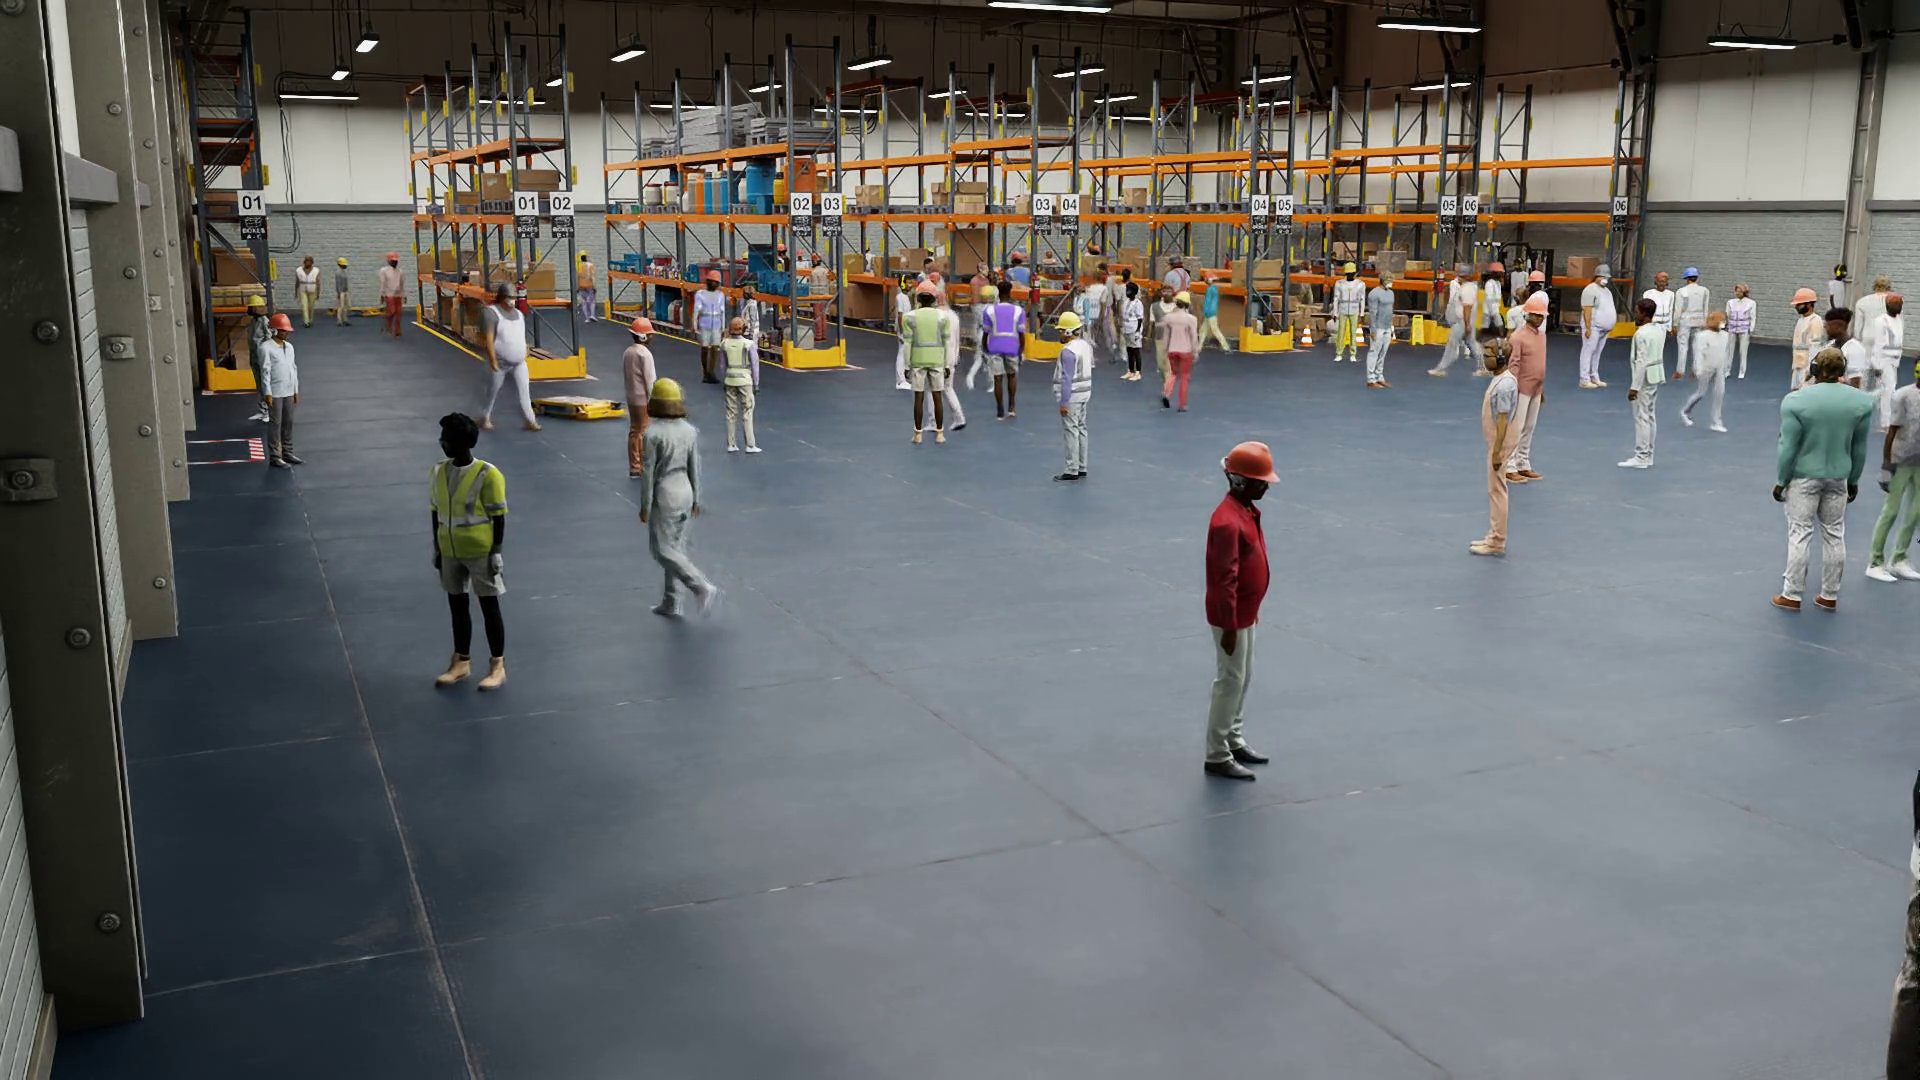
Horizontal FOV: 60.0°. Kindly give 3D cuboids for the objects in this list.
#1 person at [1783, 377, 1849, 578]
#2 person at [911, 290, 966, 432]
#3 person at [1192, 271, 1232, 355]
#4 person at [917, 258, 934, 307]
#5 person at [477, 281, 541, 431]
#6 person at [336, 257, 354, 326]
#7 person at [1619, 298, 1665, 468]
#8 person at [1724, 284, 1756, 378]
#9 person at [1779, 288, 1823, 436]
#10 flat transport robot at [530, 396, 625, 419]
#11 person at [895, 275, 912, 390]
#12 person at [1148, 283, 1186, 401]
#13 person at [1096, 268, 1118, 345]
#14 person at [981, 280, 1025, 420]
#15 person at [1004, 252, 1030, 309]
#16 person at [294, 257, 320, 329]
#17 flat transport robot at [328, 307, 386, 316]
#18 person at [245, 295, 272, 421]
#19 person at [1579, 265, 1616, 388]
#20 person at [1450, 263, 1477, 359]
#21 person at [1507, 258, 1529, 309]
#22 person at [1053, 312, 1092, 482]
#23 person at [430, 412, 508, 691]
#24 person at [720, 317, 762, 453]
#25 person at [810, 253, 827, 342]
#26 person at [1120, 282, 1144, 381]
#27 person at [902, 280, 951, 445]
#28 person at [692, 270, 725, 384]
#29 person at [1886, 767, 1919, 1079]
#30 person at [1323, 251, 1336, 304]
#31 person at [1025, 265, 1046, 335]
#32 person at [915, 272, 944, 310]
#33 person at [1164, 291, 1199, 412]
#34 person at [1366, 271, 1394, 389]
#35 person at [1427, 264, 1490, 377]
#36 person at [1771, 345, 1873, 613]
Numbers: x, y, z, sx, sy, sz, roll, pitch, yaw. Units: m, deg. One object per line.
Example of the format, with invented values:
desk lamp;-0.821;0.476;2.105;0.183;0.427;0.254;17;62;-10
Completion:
person;6.774;-0.489;13.040;0.514;1.639;0.310;7;13;32
person;-0.281;-2.342;21.894;0.534;1.877;0.687;8;14;36
person;5.129;-4.616;33.842;0.889;1.713;0.569;3;12;15
person;-0.711;-5.032;35.417;0.372;1.916;0.597;6;13;28
person;-6.059;-2.468;22.075;1.015;2.000;0.691;10;15;41
person;-15.706;-6.315;42.374;0.385;1.749;0.536;1;11;6
person;7.769;-1.775;18.864;0.393;1.919;0.590;9;15;40
person;13.621;-3.644;29.084;0.515;1.636;0.314;11;15;44
person;10.732;-2.236;21.197;0.383;1.926;0.550;1;11;5
flat transport robot;-5.499;-1.903;23.709;1.431;0.197;0.652;9;15;39
person;-0.902;-3.410;27.296;0.328;1.873;0.519;2;11;9
person;3.217;-3.085;25.794;0.576;1.817;0.848;4;12;18
person;3.170;-5.057;36.028;0.566;1.723;0.822;-4;12;-20
person;0.595;-2.676;23.402;0.610;1.939;0.795;-1;11;-5
person;1.218;-5.426;37.207;0.639;1.995;1.003;-5;12;-22
person;-16.431;-6.225;41.856;0.633;1.781;0.977;-4;12;-21
flat transport robot;-16.945;-6.426;46.695;1.431;0.197;0.652;3;12;16
person;-9.727;-2.522;23.108;0.487;1.744;0.297;8;14;35
person;10.561;-3.534;27.493;0.675;2.000;0.537;-10;15;-42
person;9.935;-4.524;32.923;0.584;1.882;0.337;-2;11;-12
person;12.595;-5.432;37.591;0.328;1.865;0.517;-7;13;-31
person;1.201;-1.533;17.885;0.403;1.824;0.598;5;12;23
person;-2.971;0.068;10.056;0.537;1.698;0.321;5;12;22
person;-2.642;-1.853;19.979;0.512;1.637;0.307;4;12;22
person;-3.174;-5.407;37.127;0.383;1.993;0.622;4;12;20
person;2.961;-3.578;28.586;0.317;1.697;0.540;-4;12;-20
person;-0.414;-2.206;20.734;0.608;2.044;0.371;-1;11;-5
person;-4.265;-3.596;28.146;0.657;1.904;0.602;-6;13;-29
person;3.109;1.070;5.123;0.315;1.636;0.515;0;11;-2
person;9.788;-6.691;43.989;0.332;1.866;0.514;5;12;25
person;1.778;-5.681;39.326;0.543;1.676;0.647;-1;11;-3
person;-0.594;-4.444;32.972;0.583;1.711;0.432;-5;12;-22
person;3.206;-2.729;24.150;0.526;1.755;0.398;8;14;35
person;6.936;-3.458;27.378;0.371;1.935;0.627;11;16;44
person;8.857;-3.875;29.226;1.036;2.000;0.686;5;12;24
person;6.182;-0.432;11.988;0.632;1.940;0.371;0;11;2
